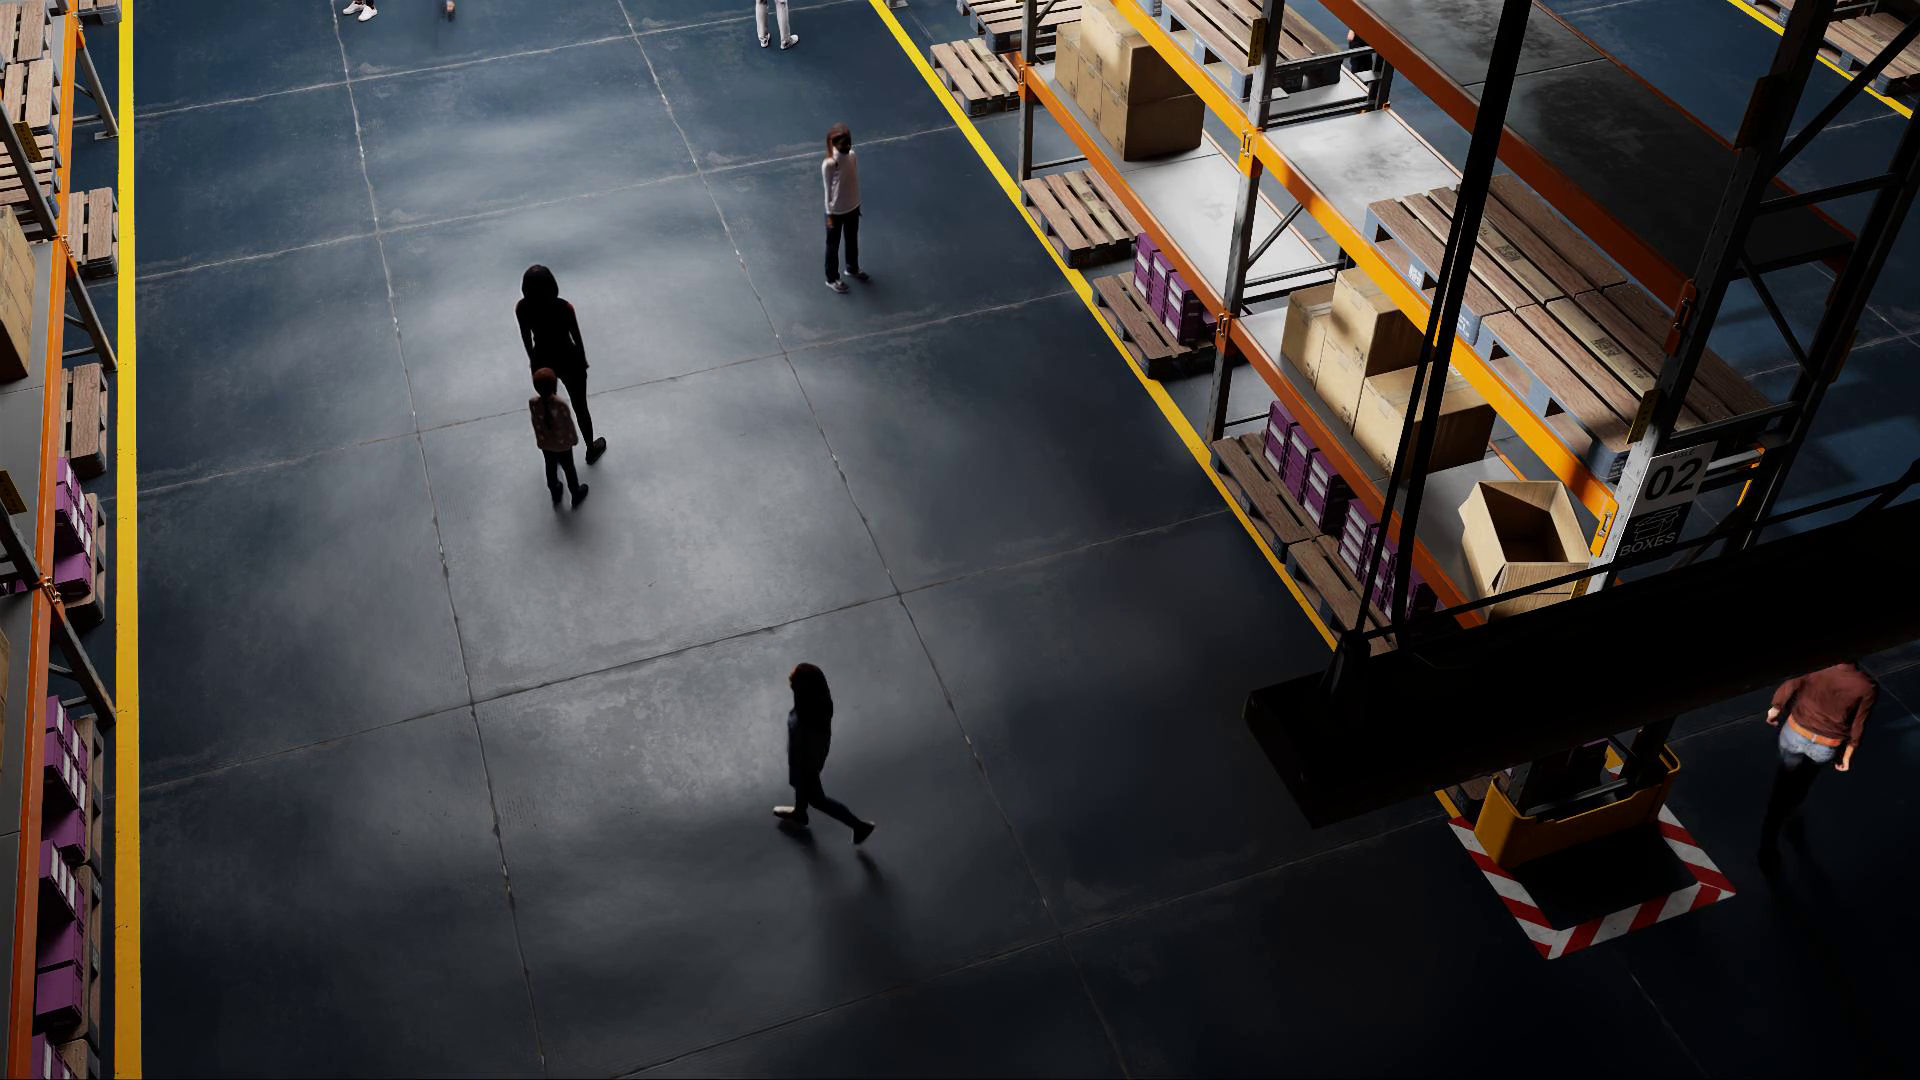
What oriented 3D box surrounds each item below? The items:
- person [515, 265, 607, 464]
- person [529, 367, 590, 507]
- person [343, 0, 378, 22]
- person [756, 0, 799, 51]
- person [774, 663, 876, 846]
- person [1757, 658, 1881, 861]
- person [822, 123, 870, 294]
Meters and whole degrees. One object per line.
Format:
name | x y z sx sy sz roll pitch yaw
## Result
person | -2.985 -1.300 12.324 0.656 1.741 0.630 0 44 0
person | -2.960 -0.751 12.145 0.544 1.193 0.574 7 44 7
person | -6.553 -6.386 17.744 0.609 1.629 0.710 30 51 27
person | -1.985 -5.976 17.126 0.741 1.888 0.757 9 44 9
person | -0.826 1.291 9.811 0.960 1.457 0.948 13 45 13
person | 4.921 1.230 9.665 0.969 1.746 1.020 22 48 21
person | -1.011 -2.821 14.055 0.586 1.556 0.605 -31 51 -28
